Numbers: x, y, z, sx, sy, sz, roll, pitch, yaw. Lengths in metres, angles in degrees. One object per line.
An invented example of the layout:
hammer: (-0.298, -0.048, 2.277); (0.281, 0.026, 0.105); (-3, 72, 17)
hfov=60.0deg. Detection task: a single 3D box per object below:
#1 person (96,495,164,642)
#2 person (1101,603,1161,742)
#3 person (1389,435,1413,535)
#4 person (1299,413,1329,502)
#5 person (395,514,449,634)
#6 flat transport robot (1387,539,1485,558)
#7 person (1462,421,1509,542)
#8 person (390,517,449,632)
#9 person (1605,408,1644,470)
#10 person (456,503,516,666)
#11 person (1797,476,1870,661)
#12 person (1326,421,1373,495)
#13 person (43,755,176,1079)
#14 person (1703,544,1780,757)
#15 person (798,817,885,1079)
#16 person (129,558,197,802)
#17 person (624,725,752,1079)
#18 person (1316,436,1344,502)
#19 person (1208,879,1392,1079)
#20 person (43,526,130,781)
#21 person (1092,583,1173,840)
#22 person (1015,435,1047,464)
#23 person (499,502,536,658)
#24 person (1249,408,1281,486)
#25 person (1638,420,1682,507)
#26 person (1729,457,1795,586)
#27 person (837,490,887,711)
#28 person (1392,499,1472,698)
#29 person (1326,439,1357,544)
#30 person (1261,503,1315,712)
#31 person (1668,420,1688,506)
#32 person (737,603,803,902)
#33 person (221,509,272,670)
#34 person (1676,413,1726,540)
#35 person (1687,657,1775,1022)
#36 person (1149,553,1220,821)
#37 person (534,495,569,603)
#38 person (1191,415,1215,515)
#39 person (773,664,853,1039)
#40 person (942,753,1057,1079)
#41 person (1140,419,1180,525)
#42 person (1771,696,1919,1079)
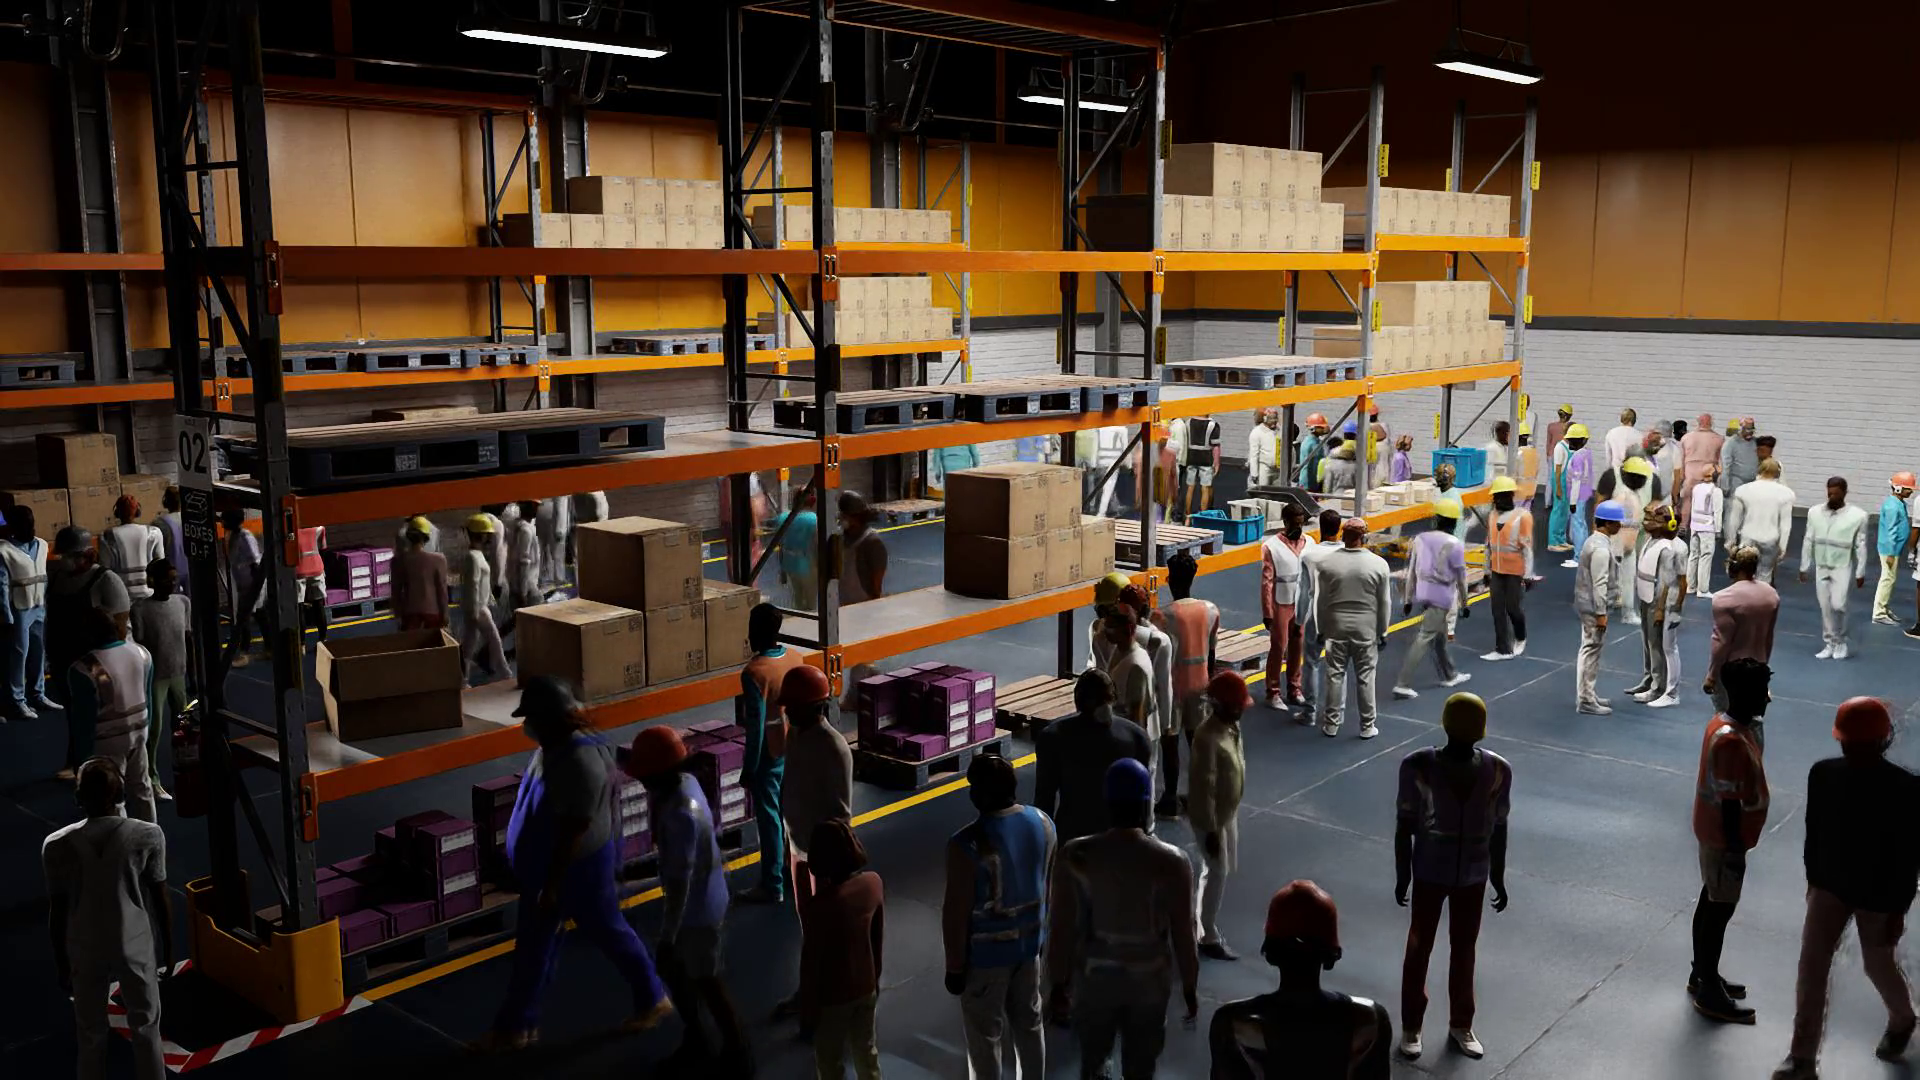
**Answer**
person: (-7.810, 0.507, 15.731); (0.576, 1.881, 0.352); (-6, 11, -34)
person: (1.112, 1.322, 11.011); (0.409, 1.835, 0.568); (-1, 10, -8)
person: (6.242, -0.681, 23.575); (0.319, 1.631, 0.524); (2, 10, 14)
person: (4.903, -0.777, 23.103); (0.397, 1.989, 0.619); (6, 11, 31)
person: (-5.557, 0.378, 17.037); (0.904, 1.700, 0.586); (6, 11, 33)
flat transport robot: (6.629, 0.155, 22.636); (1.431, 0.197, 0.652); (8, 12, 38)
person: (7.371, -0.731, 23.177); (0.936, 1.886, 0.605); (7, 12, 36)
person: (-4.939, 0.653, 15.274); (0.537, 1.741, 0.601); (-1, 10, -4)
person: (9.728, -0.959, 24.316); (0.372, 1.940, 0.631); (-6, 11, -34)
person: (-4.733, 0.377, 16.827); (1.007, 1.785, 0.636); (-9, 13, -43)
person: (8.920, 0.285, 17.006); (0.453, 1.898, 0.589); (-7, 12, -34)
person: (5.270, -0.640, 22.493); (0.642, 1.928, 0.598); (0, 10, 1)
person: (-3.877, 1.889, 7.626); (0.505, 1.838, 0.348); (-3, 10, -20)
person: (5.917, 0.994, 12.652); (0.631, 1.938, 0.362); (-4, 10, -25)
person: (-0.525, 2.030, 7.405); (0.271, 1.627, 0.502); (8, 12, 38)
person: (-6.007, 1.045, 12.602); (0.330, 1.861, 0.506); (5, 11, 29)
person: (-1.312, 1.785, 8.091); (0.620, 1.883, 0.575); (-2, 10, -13)
person: (5.184, -0.602, 22.914); (0.550, 1.695, 0.319); (1, 10, 4)
person: (1.112, 2.129, 5.571); (0.615, 2.040, 0.391); (-1, 10, -4)
person: (-6.858, 0.893, 12.956); (0.695, 2.000, 0.536); (2, 10, 11)
person: (1.179, 1.227, 11.450); (0.575, 1.880, 0.358); (4, 10, 22)
person: (1.007, -1.077, 24.887); (0.633, 1.991, 0.649); (-7, 12, -37)
person: (-4.559, 0.234, 17.115); (0.365, 1.962, 0.610); (2, 10, 10)
person: (4.633, -1.037, 24.923); (0.657, 1.893, 0.400); (-5, 11, -29)
person: (9.281, -0.667, 22.269); (0.711, 2.000, 0.847); (3, 10, 16)
person: (8.994, 0.010, 18.717); (0.646, 1.890, 1.044); (6, 11, 32)
person: (-0.977, 0.532, 15.109); (0.597, 2.000, 0.701); (-9, 13, -44)
person: (4.455, 0.546, 15.576); (1.019, 1.864, 0.582); (-4, 10, -24)
person: (5.166, -0.497, 22.305); (0.509, 1.696, 0.910); (2, 10, 11)
person: (2.970, 0.599, 15.116); (0.599, 1.909, 0.398); (-6, 11, -31)
person: (10.805, -0.976, 25.162); (0.537, 1.693, 0.320); (-8, 13, -41)
person: (-1.198, 1.347, 10.608); (0.385, 1.918, 0.596); (4, 10, 23)
person: (-7.218, 0.455, 16.697); (0.642, 1.662, 0.554); (-8, 12, -39)
person: (10.755, -0.889, 24.059); (0.469, 1.896, 0.725); (-9, 13, -44)
person: (4.168, 1.590, 9.010); (0.366, 1.967, 0.602); (3, 10, 19)
person: (1.608, 1.065, 12.148); (0.613, 1.965, 0.361); (-6, 11, -32)
person: (-4.922, -0.171, 19.790); (0.642, 1.882, 0.541); (5, 11, 29)
person: (3.863, -1.303, 26.406); (0.387, 1.929, 0.543); (-3, 10, -15)
person: (-0.781, 1.620, 8.787); (0.409, 1.986, 0.621); (-6, 11, -31)
person: (0.164, 1.882, 7.688); (0.623, 1.835, 0.431); (-9, 13, -42)
person: (2.833, -0.825, 23.576); (0.587, 1.920, 0.396); (5, 11, 27)
person: (4.487, 1.717, 8.281); (0.833, 1.968, 0.616); (-7, 12, -35)
